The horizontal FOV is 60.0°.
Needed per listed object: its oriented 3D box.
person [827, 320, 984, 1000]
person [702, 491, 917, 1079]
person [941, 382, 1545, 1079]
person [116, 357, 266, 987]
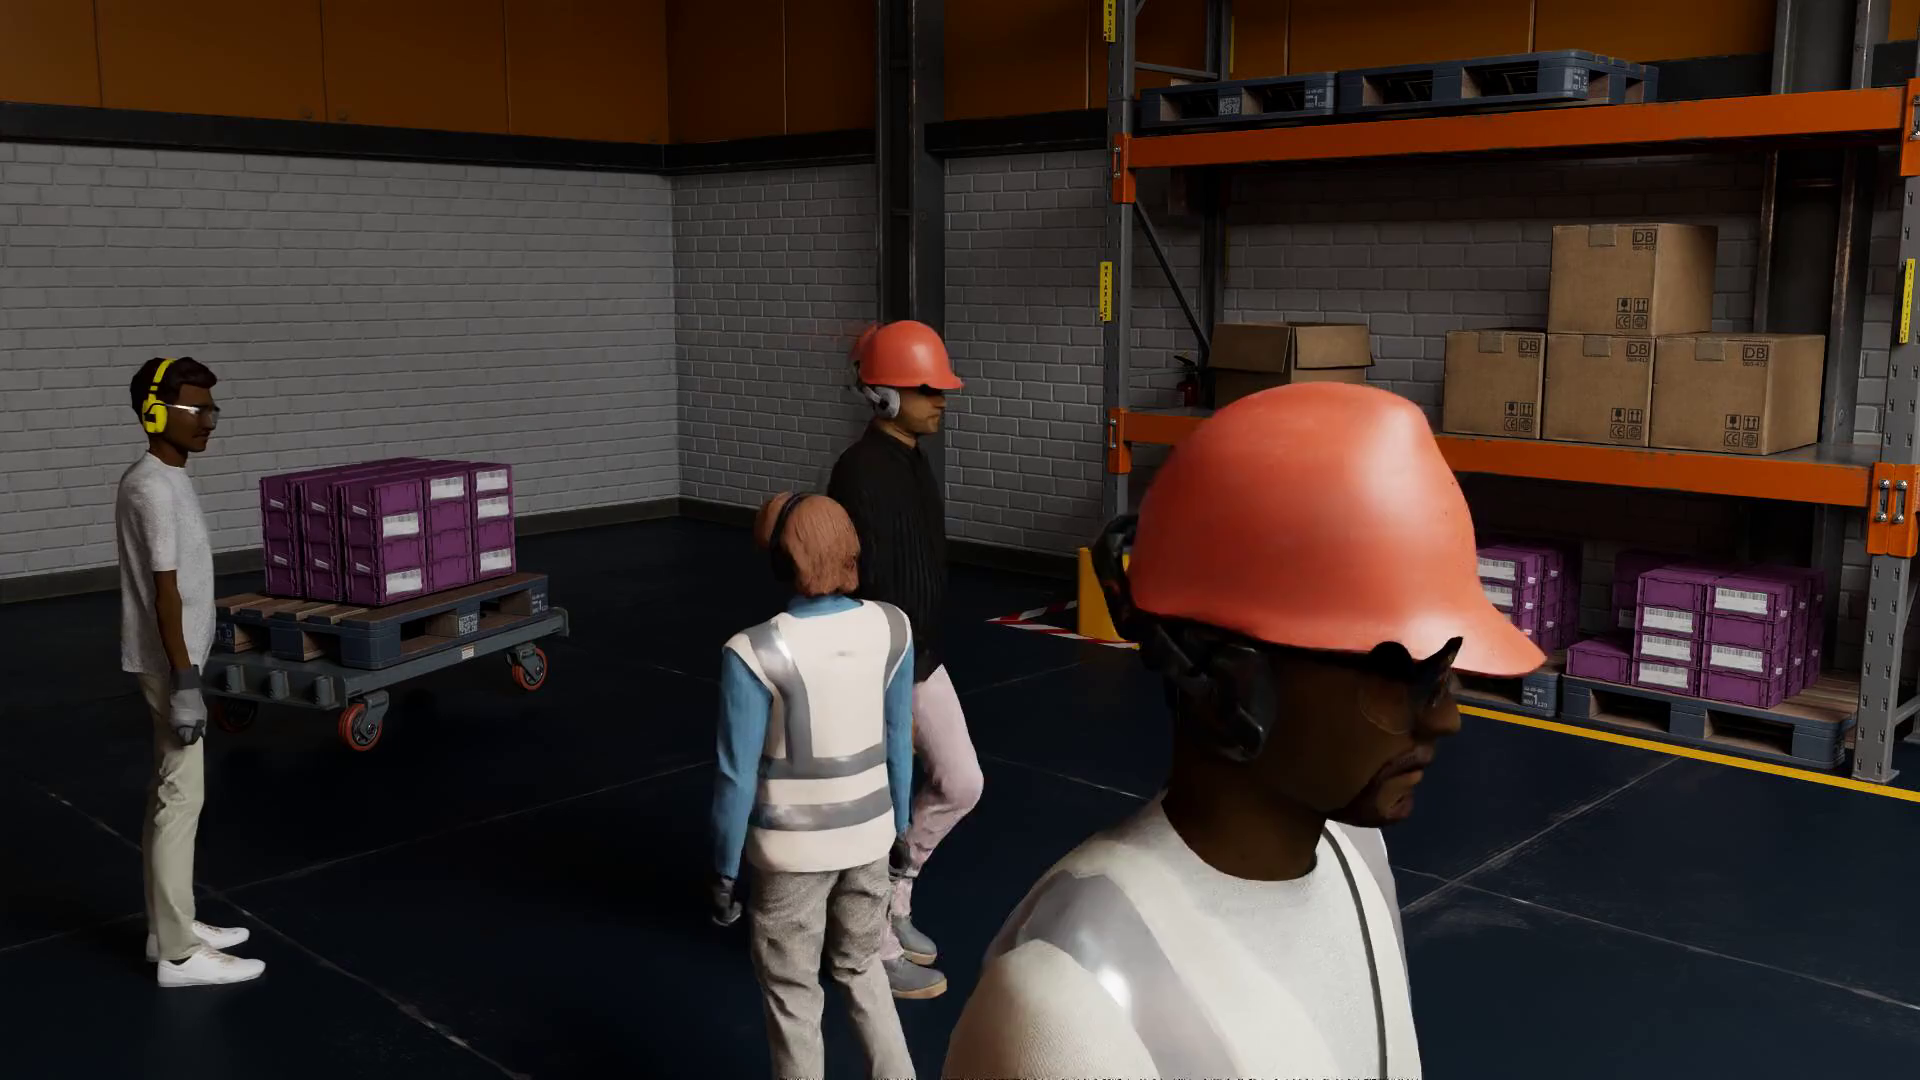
[{"bbox_3d":[-0.173,0.362,4.783,0.435,1.973,0.621,4,10,22],"label":"person"},{"bbox_3d":[-0.322,0.704,3.750,0.535,1.641,0.341,-8,12,-41],"label":"person"},{"bbox_3d":[0.242,0.884,1.419,0.396,2.035,0.607,6,11,34],"label":"person"},{"bbox_3d":[-2.323,0.391,4.966,0.325,1.863,0.516,-5,10,-27],"label":"person"}]
